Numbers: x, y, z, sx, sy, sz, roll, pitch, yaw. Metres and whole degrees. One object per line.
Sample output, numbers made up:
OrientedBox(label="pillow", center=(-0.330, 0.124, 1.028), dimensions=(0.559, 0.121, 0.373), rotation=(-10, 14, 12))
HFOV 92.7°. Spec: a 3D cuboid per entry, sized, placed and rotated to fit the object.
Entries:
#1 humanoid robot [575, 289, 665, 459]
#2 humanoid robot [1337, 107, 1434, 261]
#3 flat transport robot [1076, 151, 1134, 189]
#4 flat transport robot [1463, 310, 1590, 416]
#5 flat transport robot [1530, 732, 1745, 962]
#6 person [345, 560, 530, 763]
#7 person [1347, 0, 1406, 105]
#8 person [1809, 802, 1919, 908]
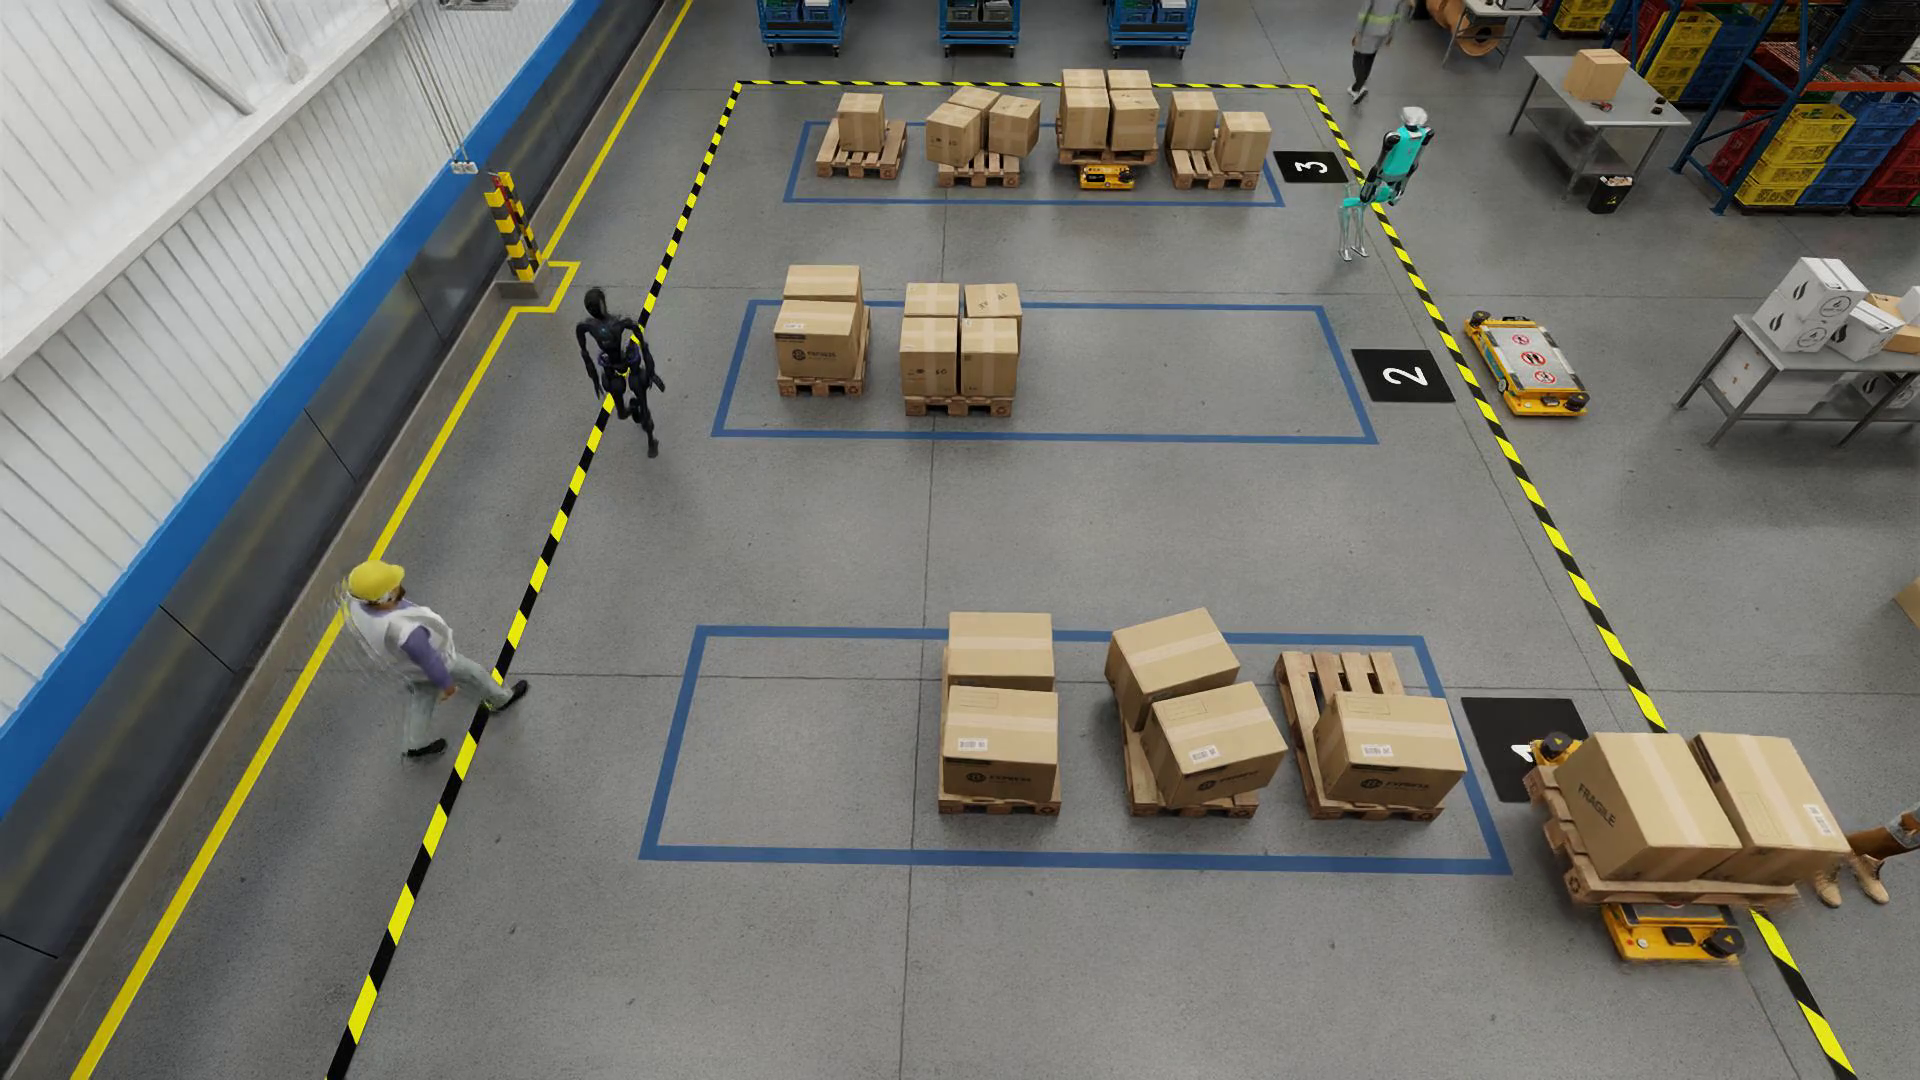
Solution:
OrientedBox(label="humanoid robot", center=(-2.873, -1.480, 7.890), dimensions=(0.595, 1.644, 0.539), rotation=(-7, 50, -6))
OrientedBox(label="humanoid robot", center=(4.431, -3.844, 9.804), dimensions=(0.533, 1.672, 0.735), rotation=(-13, 50, -11))
OrientedBox(label="flat transport robot", center=(1.845, -4.982, 11.827), dimensions=(0.652, 0.197, 1.431), rotation=(1, 49, 1))
OrientedBox(label="flat transport robot", center=(5.573, -1.757, 9.054), dimensions=(0.659, 0.231, 1.431), rotation=(1, 49, 1))
OrientedBox(label="flat transport robot", center=(4.289, 1.911, 5.861), dimensions=(0.652, 0.197, 1.431), rotation=(1, 49, 1))
OrientedBox(label="person", center=(-3.466, 0.765, 5.860), dimensions=(0.591, 1.800, 0.852), rotation=(22, 53, 18))
OrientedBox(label="person", center=(5.658, -6.885, 12.455), dimensions=(0.588, 1.838, 0.640), rotation=(-2, 49, -1))
OrientedBox(label="person", center=(5.604, 1.512, 5.054), dimensions=(0.615, 2.040, 0.369), rotation=(-2, 49, -1))
